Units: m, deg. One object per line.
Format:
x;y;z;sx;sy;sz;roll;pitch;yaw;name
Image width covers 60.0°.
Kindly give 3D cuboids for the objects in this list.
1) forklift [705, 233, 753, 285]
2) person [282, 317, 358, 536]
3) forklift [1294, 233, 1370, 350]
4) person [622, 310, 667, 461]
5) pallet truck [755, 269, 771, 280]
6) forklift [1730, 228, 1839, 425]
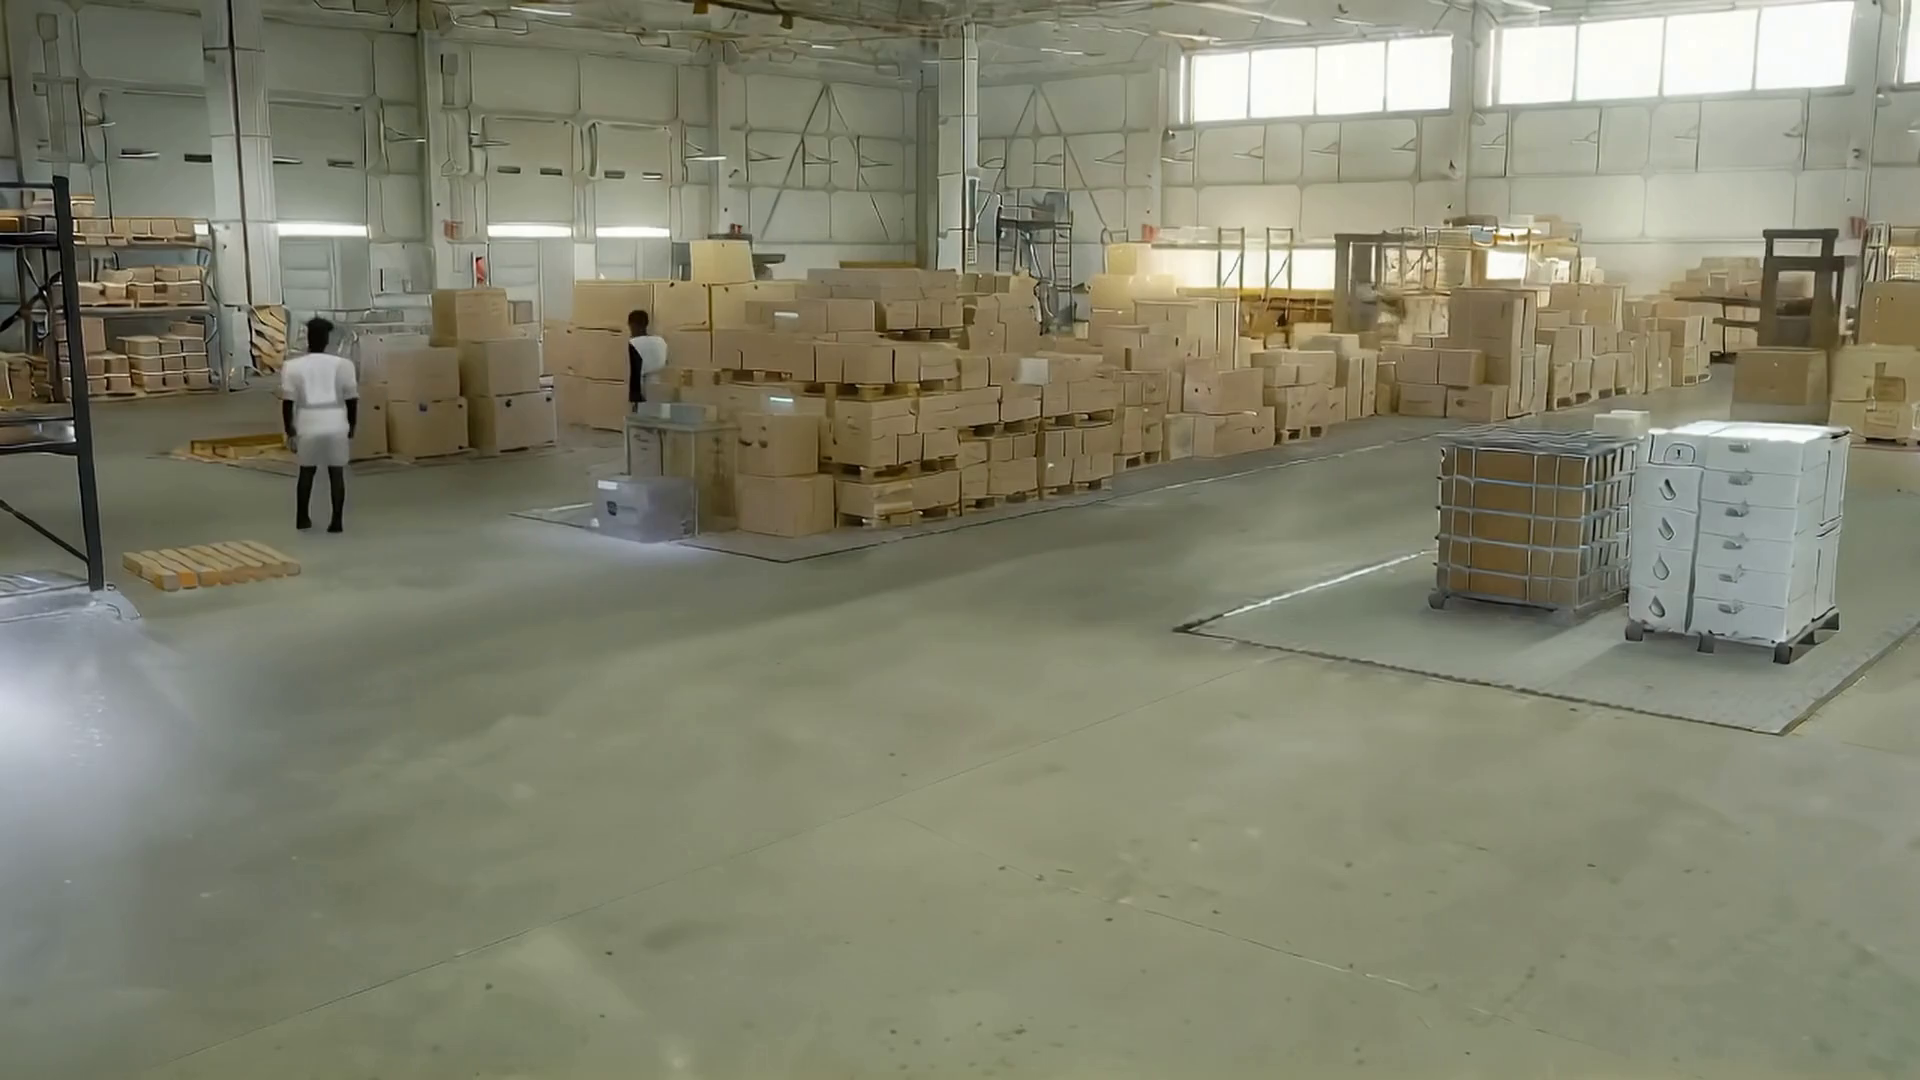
-4.442;-4.533;32.201;1.873;2.768;1.129;8;13;40;forklift
-5.652;-0.999;14.734;0.634;1.947;0.541;-4;11;-21;person
7.598;-4.578;32.457;1.873;2.768;1.129;8;13;40;forklift
-3.459;-1.588;18.342;0.966;1.857;0.695;5;11;27;person
-4.996;-6.432;45.525;1.885;1.965;0.823;-6;12;-32;pallet truck
12.171;-3.147;24.311;1.129;2.768;1.873;8;13;40;forklift
